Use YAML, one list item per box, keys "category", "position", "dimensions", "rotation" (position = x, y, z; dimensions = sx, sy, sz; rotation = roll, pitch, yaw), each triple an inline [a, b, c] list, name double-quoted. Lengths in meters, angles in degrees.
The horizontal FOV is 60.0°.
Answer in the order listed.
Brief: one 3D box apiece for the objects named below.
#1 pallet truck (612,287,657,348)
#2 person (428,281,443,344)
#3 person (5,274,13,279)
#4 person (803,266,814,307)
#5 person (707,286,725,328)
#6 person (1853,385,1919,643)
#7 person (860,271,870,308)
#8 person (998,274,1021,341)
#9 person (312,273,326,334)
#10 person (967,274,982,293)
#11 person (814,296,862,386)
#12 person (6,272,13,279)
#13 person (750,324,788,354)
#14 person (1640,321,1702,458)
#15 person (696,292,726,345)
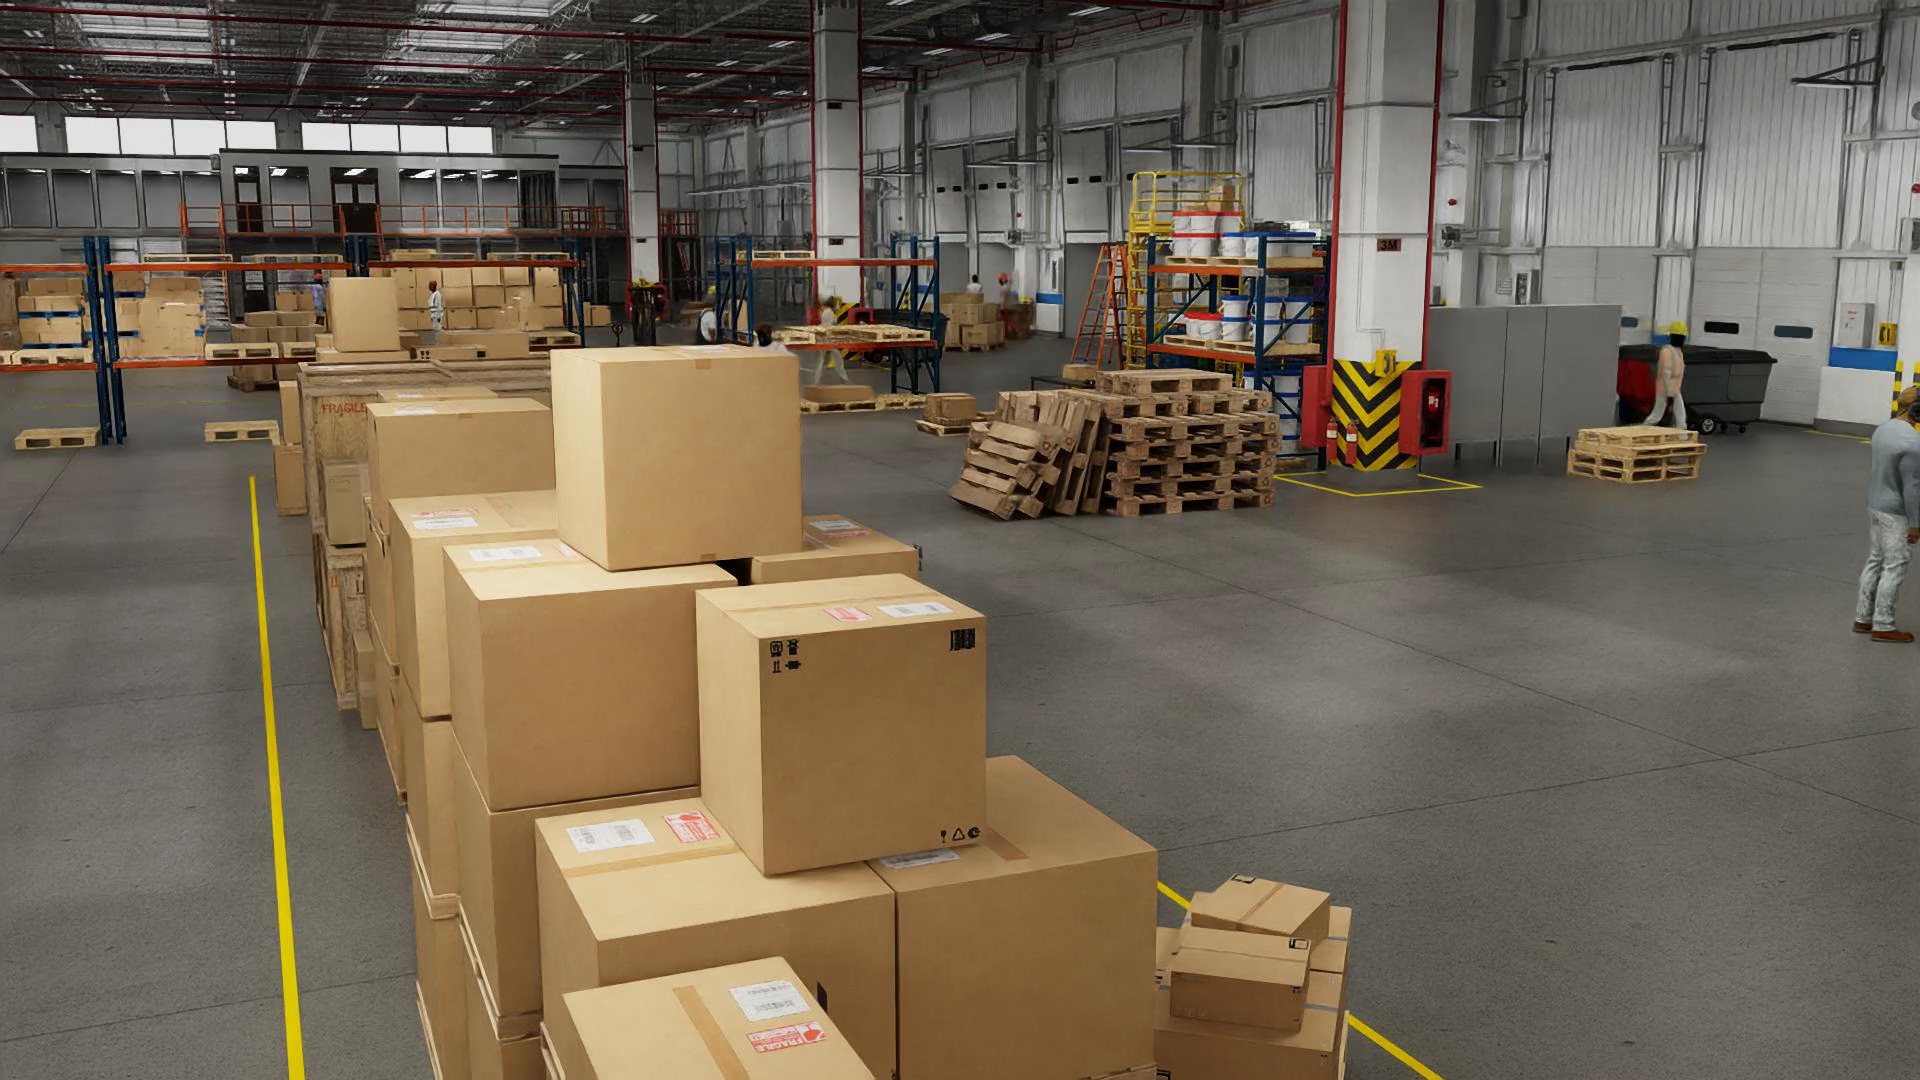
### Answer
- category: "pallet truck"
  position: [-6.464, -4.406, 35.401]
  dimensions: [0.823, 1.965, 1.885]
  rotation: [6, 12, 32]
- category: "person"
  position: [-14.036, -6.007, 44.576]
  dimensions: [0.354, 1.877, 0.574]
  rotation: [-8, 13, -37]
- category: "person"
  position: [-31.185, -7.807, 54.586]
  dimensions: [0.971, 1.831, 0.628]
  rotation: [-9, 14, -41]
- category: "person"
  position: [-6.338, -10.675, 70.404]
  dimensions: [0.623, 1.839, 0.429]
  rotation: [9, 14, 40]
- category: "person"
  position: [-5.576, -4.835, 37.965]
  dimensions: [0.384, 1.924, 0.593]
  rotation: [3, 11, 15]
- category: "person"
  position: [6.958, -0.189, 12.371]
  dimensions: [0.372, 1.927, 0.635]
  rotation: [1, 10, 4]
- category: "person"
  position: [-3.569, -8.936, 60.632]
  dimensions: [0.654, 1.902, 0.657]
  rotation: [-4, 11, -22]
- category: "person"
  position: [1.409, -6.784, 48.597]
  dimensions: [0.761, 1.973, 0.618]
  rotation: [4, 11, 21]
- category: "person"
  position: [-19.452, -7.134, 50.606]
  dimensions: [0.551, 1.934, 0.362]
  rotation: [9, 13, 39]
- category: "person"
  position: [0.466, -7.612, 53.456]
  dimensions: [0.560, 1.851, 0.421]
  rotation: [-1, 10, -6]
- category: "person"
  position: [-2.384, -3.730, 31.957]
  dimensions: [0.993, 1.889, 0.662]
  rotation: [-3, 11, -16]
- category: "person"
  position: [-32.641, -8.328, 57.236]
  dimensions: [0.593, 1.920, 0.392]
  rotation: [-4, 11, -21]
- category: "person"
  position: [-2.692, -2.085, 23.081]
  dimensions: [0.648, 1.824, 0.453]
  rotation: [4, 11, 22]
- category: "person"
  position: [9.736, -2.083, 22.929]
  dimensions: [0.599, 1.886, 0.990]
  rotation: [-10, 14, -44]
- category: "person"
  position: [-4.636, -3.629, 31.000]
  dimensions: [0.543, 2.000, 0.717]
  rotation: [-6, 12, -28]
